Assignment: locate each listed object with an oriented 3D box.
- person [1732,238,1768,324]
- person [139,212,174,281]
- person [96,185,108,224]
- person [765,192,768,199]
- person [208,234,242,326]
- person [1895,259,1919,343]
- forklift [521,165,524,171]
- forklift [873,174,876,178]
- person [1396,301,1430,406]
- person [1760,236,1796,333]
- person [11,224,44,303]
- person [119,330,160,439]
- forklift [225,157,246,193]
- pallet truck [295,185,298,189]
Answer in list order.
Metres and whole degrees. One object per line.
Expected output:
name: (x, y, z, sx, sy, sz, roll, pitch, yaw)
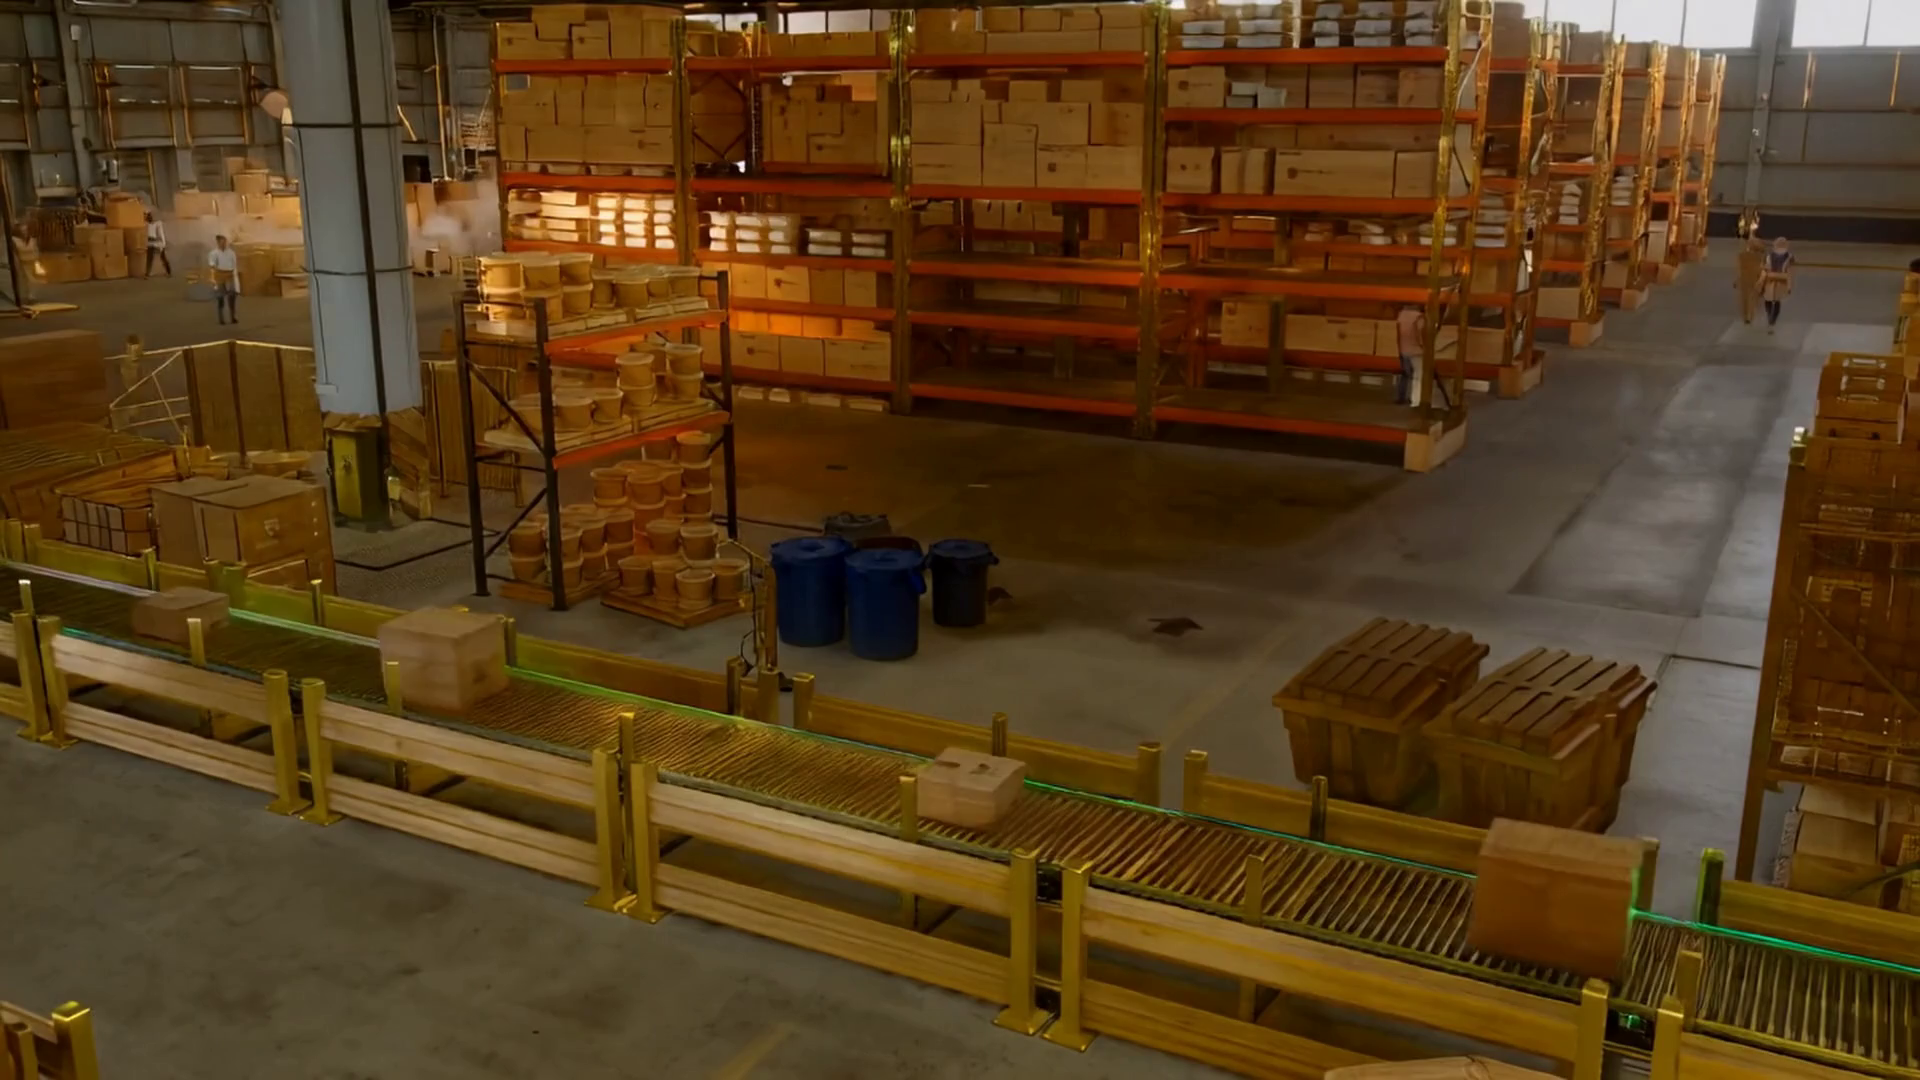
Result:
person: (17.295, -5.679, 36.426, 0.666, 1.848, 1.010, 11, 18, 35)
person: (-21.674, -7.888, 44.766, 0.587, 1.824, 1.006, 5, 16, 20)
person: (-29.698, -11.316, 57.509, 0.823, 1.914, 0.553, 0, 15, 1)
person: (-8.065, -14.014, 67.585, 0.640, 1.936, 0.359, 0, 15, 2)
person: (-15.933, -5.638, 36.047, 0.367, 1.966, 0.607, 13, 19, 39)
person: (19.010, -4.760, 33.256, 0.318, 1.699, 0.535, -3, 15, -10)
forklift: (-17.031, -13.602, 64.232, 1.873, 2.768, 1.129, 1, 15, 2)
forklift: (-2.894, -13.447, 63.650, 1.129, 2.768, 1.873, -11, 18, -35)
person: (7.141, -2.951, 26.182, 0.429, 1.845, 0.627, -11, 18, -35)
person: (17.213, -5.389, 35.012, 0.612, 2.020, 0.780, 11, 18, 35)
person: (-22.420, -6.657, 40.066, 0.960, 1.873, 0.599, 7, 16, 24)
person: (-10.990, -1.905, 22.292, 0.460, 1.815, 0.624, -7, 16, -24)
forklift: (-24.841, -11.763, 57.320, 1.873, 2.768, 1.129, -13, 20, -40)
pallet truck: (-26.804, -14.617, 69.738, 1.885, 1.965, 0.823, -14, 20, -42)
